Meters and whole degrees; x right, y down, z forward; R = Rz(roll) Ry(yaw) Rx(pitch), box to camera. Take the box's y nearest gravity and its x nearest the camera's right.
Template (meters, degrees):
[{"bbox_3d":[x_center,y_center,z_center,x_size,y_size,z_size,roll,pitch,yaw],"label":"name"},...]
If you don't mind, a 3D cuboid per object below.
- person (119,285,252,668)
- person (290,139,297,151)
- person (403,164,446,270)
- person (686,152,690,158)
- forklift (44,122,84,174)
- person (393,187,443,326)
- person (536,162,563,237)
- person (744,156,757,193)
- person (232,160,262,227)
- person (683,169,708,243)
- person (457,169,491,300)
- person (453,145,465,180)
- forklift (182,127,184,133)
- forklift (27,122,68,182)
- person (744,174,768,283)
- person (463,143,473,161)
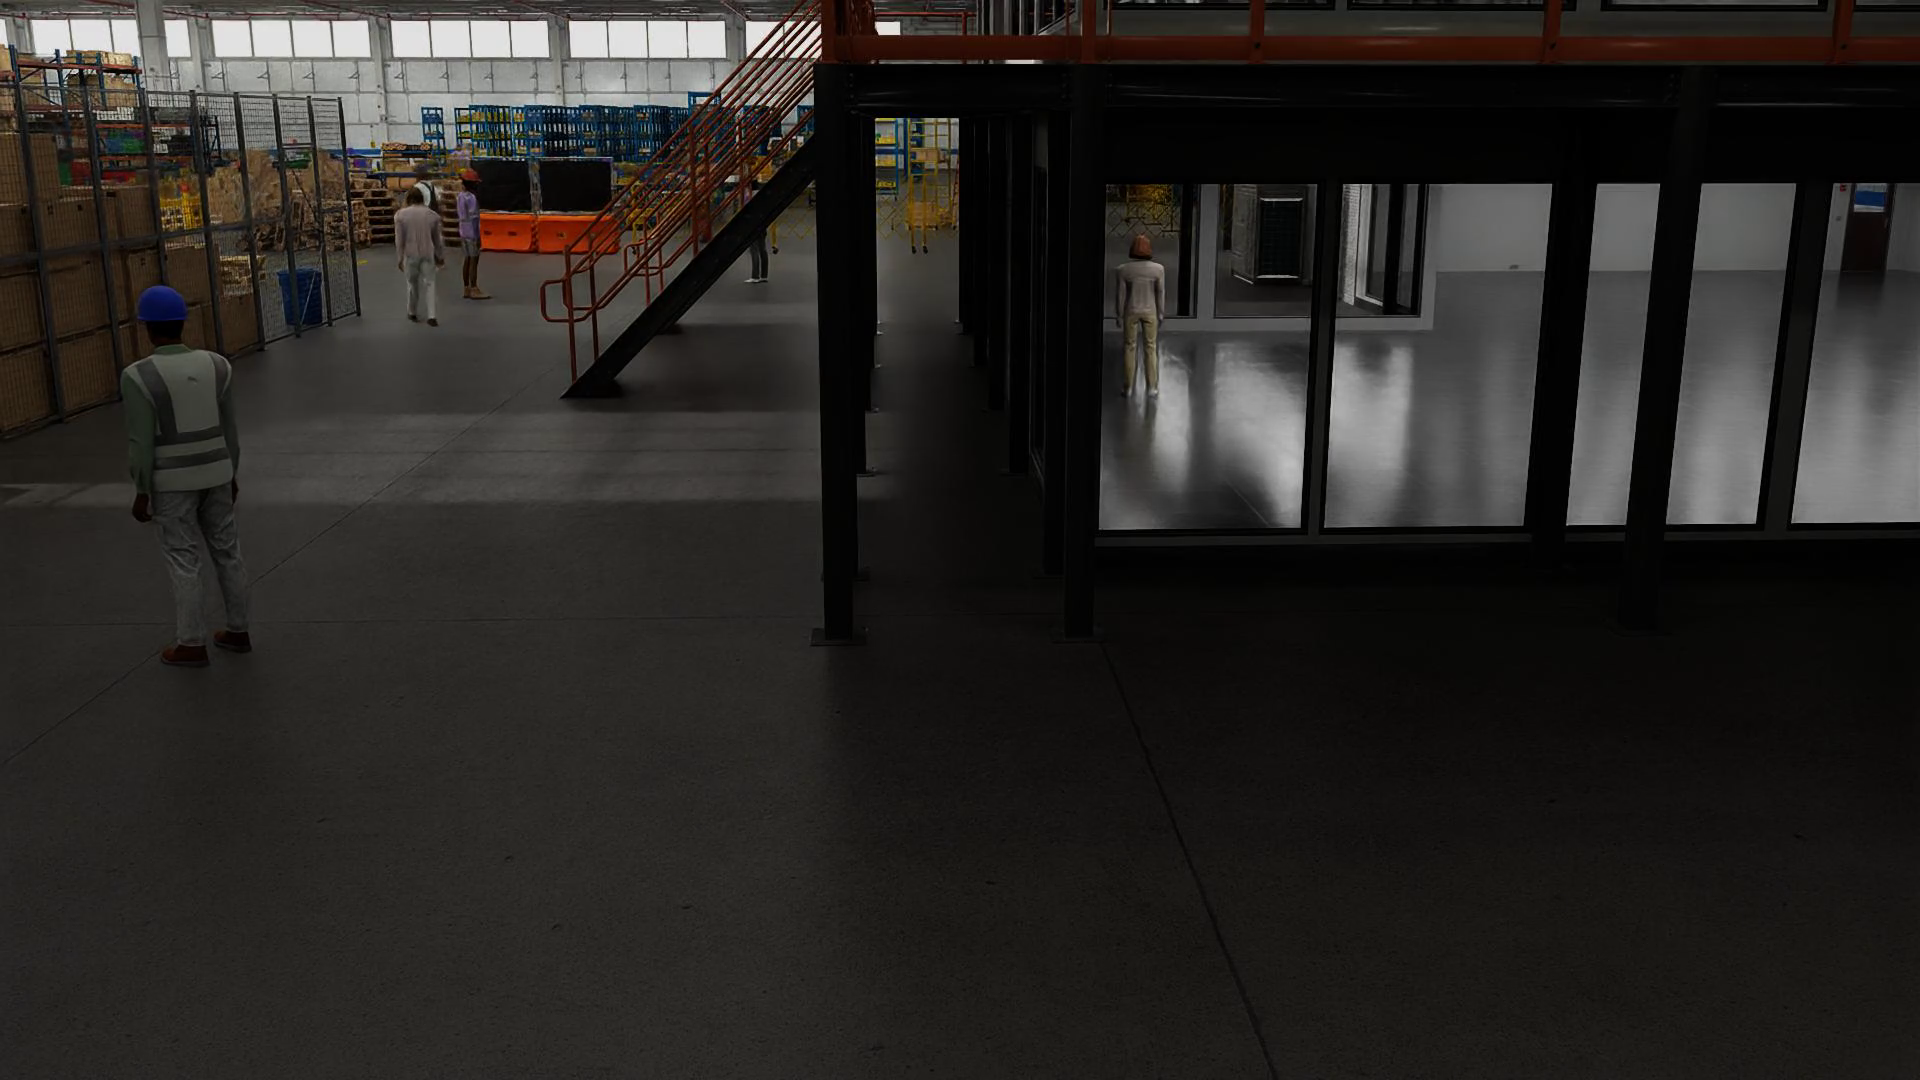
[{"bbox_3d":[-3.951,-0.315,8.481,0.403,1.948,0.605,8,16,30],"label":"person"},{"bbox_3d":[-36.645,-21.147,91.768,0.375,1.935,0.551,10,17,34],"label":"person"},{"bbox_3d":[-10.247,-6.154,31.632,1.016,2.000,0.693,3,14,12],"label":"person"},{"bbox_3d":[-12.465,-17.428,77.168,0.449,1.814,0.594,1,14,3],"label":"person"},{"bbox_3d":[-37.756,-16.130,69.803,1.129,2.768,1.873,-1,14,-2],"label":"forklift"},{"bbox_3d":[-7.498,-3.934,23.086,0.652,1.881,1.037,-7,16,-25],"label":"person"},{"bbox_3d":[-10.088,-8.210,40.285,0.970,1.835,0.591,0,14,2],"label":"person"},{"bbox_3d":[-6.218,-10.381,48.966,0.396,1.829,0.705,4,15,15],"label":"person"},{"bbox_3d":[-16.991,-8.079,39.651,0.578,1.903,0.824,-3,14,-11],"label":"person"},{"bbox_3d":[-6.249,-7.879,39.175,0.904,1.717,0.535,9,17,33],"label":"person"},{"bbox_3d":[-7.734,-4.846,26.405,0.393,2.039,0.613,-10,17,-35],"label":"person"},{"bbox_3d":[-22.506,-16.801,74.698,0.662,1.816,0.376,-12,18,-39],"label":"person"},{"bbox_3d":[-39.086,-19.424,82.966,1.129,2.768,1.873,-1,14,-2],"label":"forklift"},{"bbox_3d":[-35.376,-14.773,64.377,1.129,2.768,1.873,-1,14,-2],"label":"forklift"},{"bbox_3d":[-3.585,-5.469,29.124,0.367,1.927,0.585,9,17,32],"label":"person"},{"bbox_3d":[-22.483,-17.241,76.299,0.791,1.866,0.687,4,15,16],"label":"person"}]
